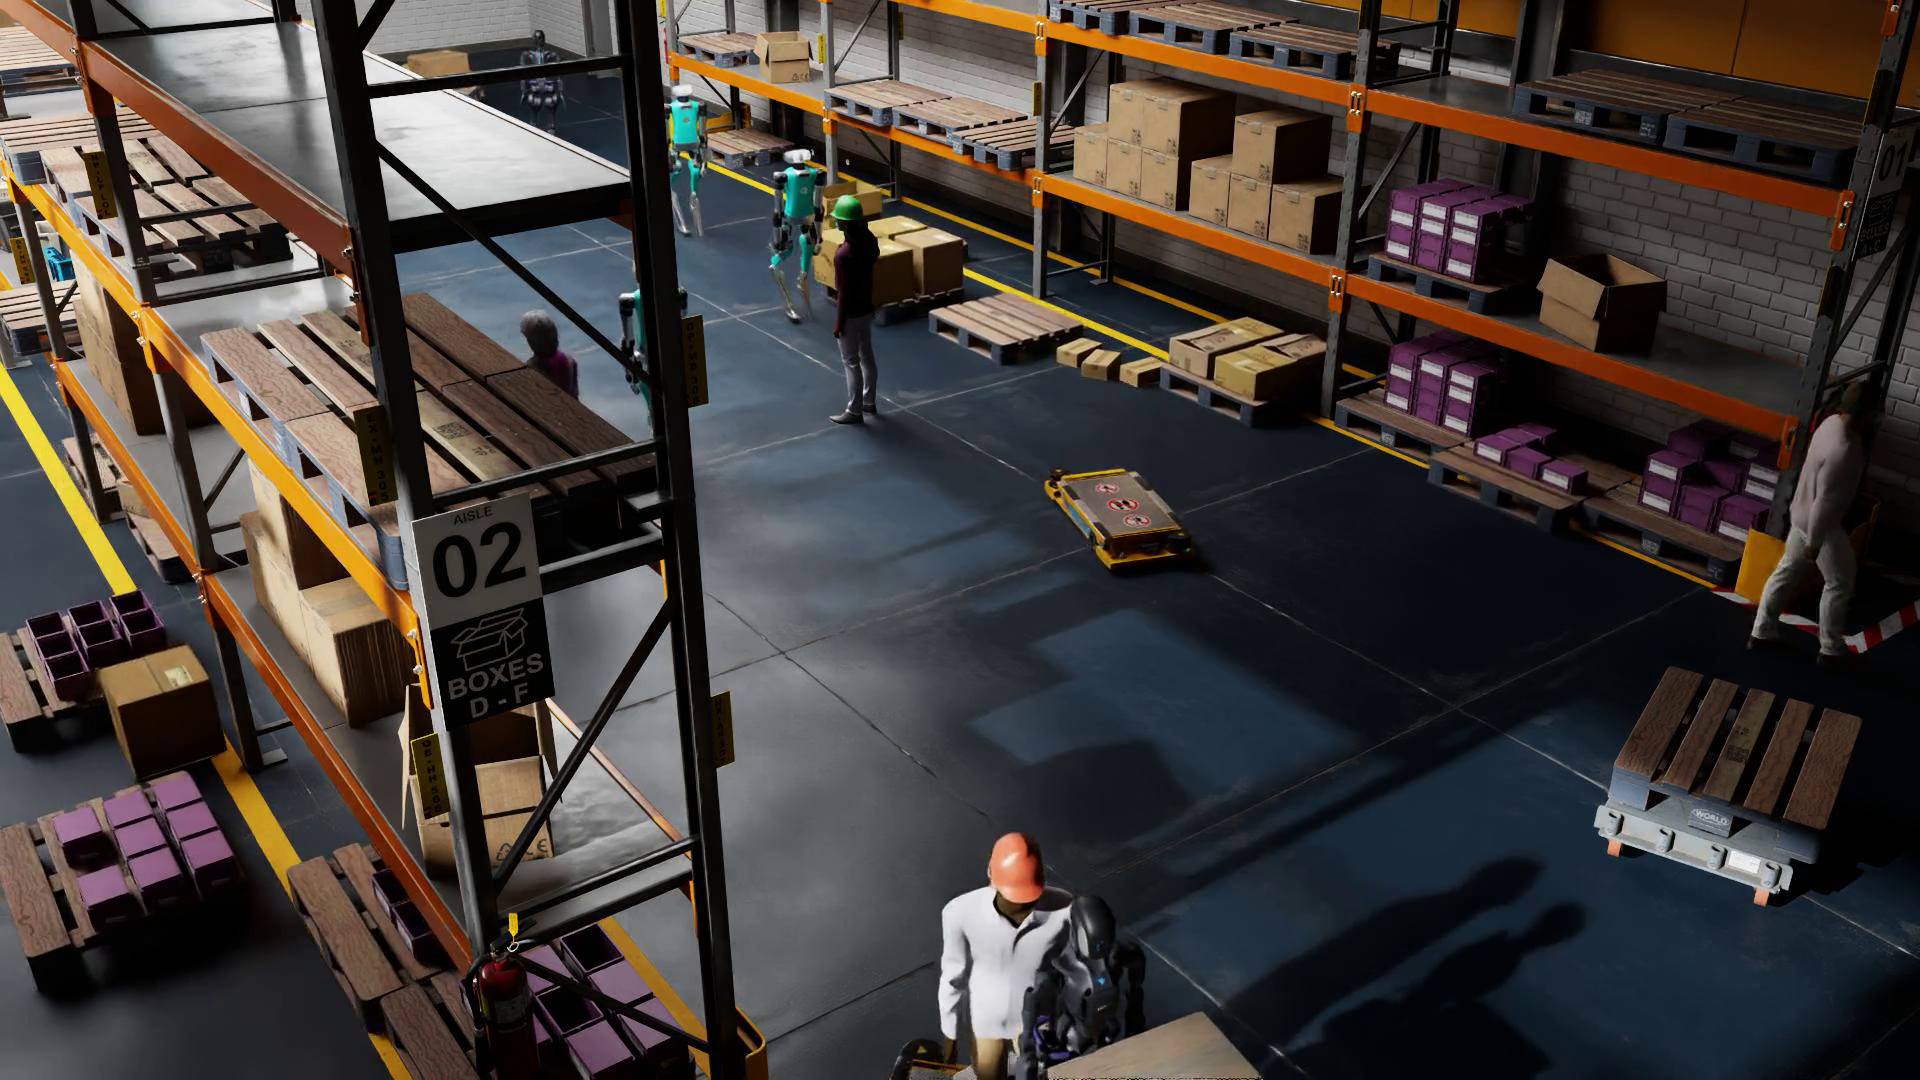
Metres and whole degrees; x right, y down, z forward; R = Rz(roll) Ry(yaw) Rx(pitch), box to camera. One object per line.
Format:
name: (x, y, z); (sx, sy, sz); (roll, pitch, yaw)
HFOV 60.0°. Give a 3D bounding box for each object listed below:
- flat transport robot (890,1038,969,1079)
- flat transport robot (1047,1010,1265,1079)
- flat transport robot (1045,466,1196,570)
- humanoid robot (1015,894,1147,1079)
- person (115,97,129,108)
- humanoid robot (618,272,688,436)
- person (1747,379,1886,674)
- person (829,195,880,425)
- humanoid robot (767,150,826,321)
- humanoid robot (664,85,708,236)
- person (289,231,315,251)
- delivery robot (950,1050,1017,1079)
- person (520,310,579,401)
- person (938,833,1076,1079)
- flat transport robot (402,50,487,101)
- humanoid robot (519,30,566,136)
flat transport robot: (-0.085, 2.635, 6.746); (0.659, 0.231, 1.431); (6, 27, 12)
flat transport robot: (0.749, 2.914, 6.190); (1.431, 0.231, 0.659); (-13, 29, -24)
flat transport robot: (1.170, -0.199, 12.382); (0.659, 0.231, 1.431); (-8, 28, -15)
humanoid robot: (0.465, 2.034, 6.396); (0.612, 1.636, 0.597); (-13, 30, -25)
person: (-10.523, -5.322, 20.675); (0.407, 1.984, 0.611); (3, 27, 6)
humanoid robot: (-2.439, -1.416, 13.190); (0.530, 1.712, 1.056); (-10, 28, -19)
person: (5.490, -0.078, 10.312); (0.833, 1.910, 0.659); (9, 28, 17)
person: (-0.872, -1.913, 13.922); (0.419, 1.951, 0.498); (13, 30, 24)
humanoid robot: (-1.655, -2.923, 16.275); (0.543, 1.880, 0.727); (-15, 30, -27)
humanoid robot: (-3.172, -4.279, 18.946); (0.539, 1.858, 0.735); (-12, 29, -22)
person: (-5.984, -2.430, 15.310); (0.282, 1.628, 0.498); (-5, 27, -9)
delivery robot: (0.033, 2.421, 6.831); (0.754, 0.575, 0.499); (-23, 34, -38)
person: (-2.853, -0.707, 11.670); (0.478, 1.838, 0.560); (20, 33, 35)
person: (0.201, 1.889, 6.590); (0.579, 1.738, 0.385); (-1, 27, -2)
flat transport robot: (-7.747, -6.440, 24.797); (0.659, 0.231, 1.431); (0, 27, 1)
humanoid robot: (-5.626, -5.987, 22.330); (0.612, 1.635, 0.419); (-9, 28, -17)
